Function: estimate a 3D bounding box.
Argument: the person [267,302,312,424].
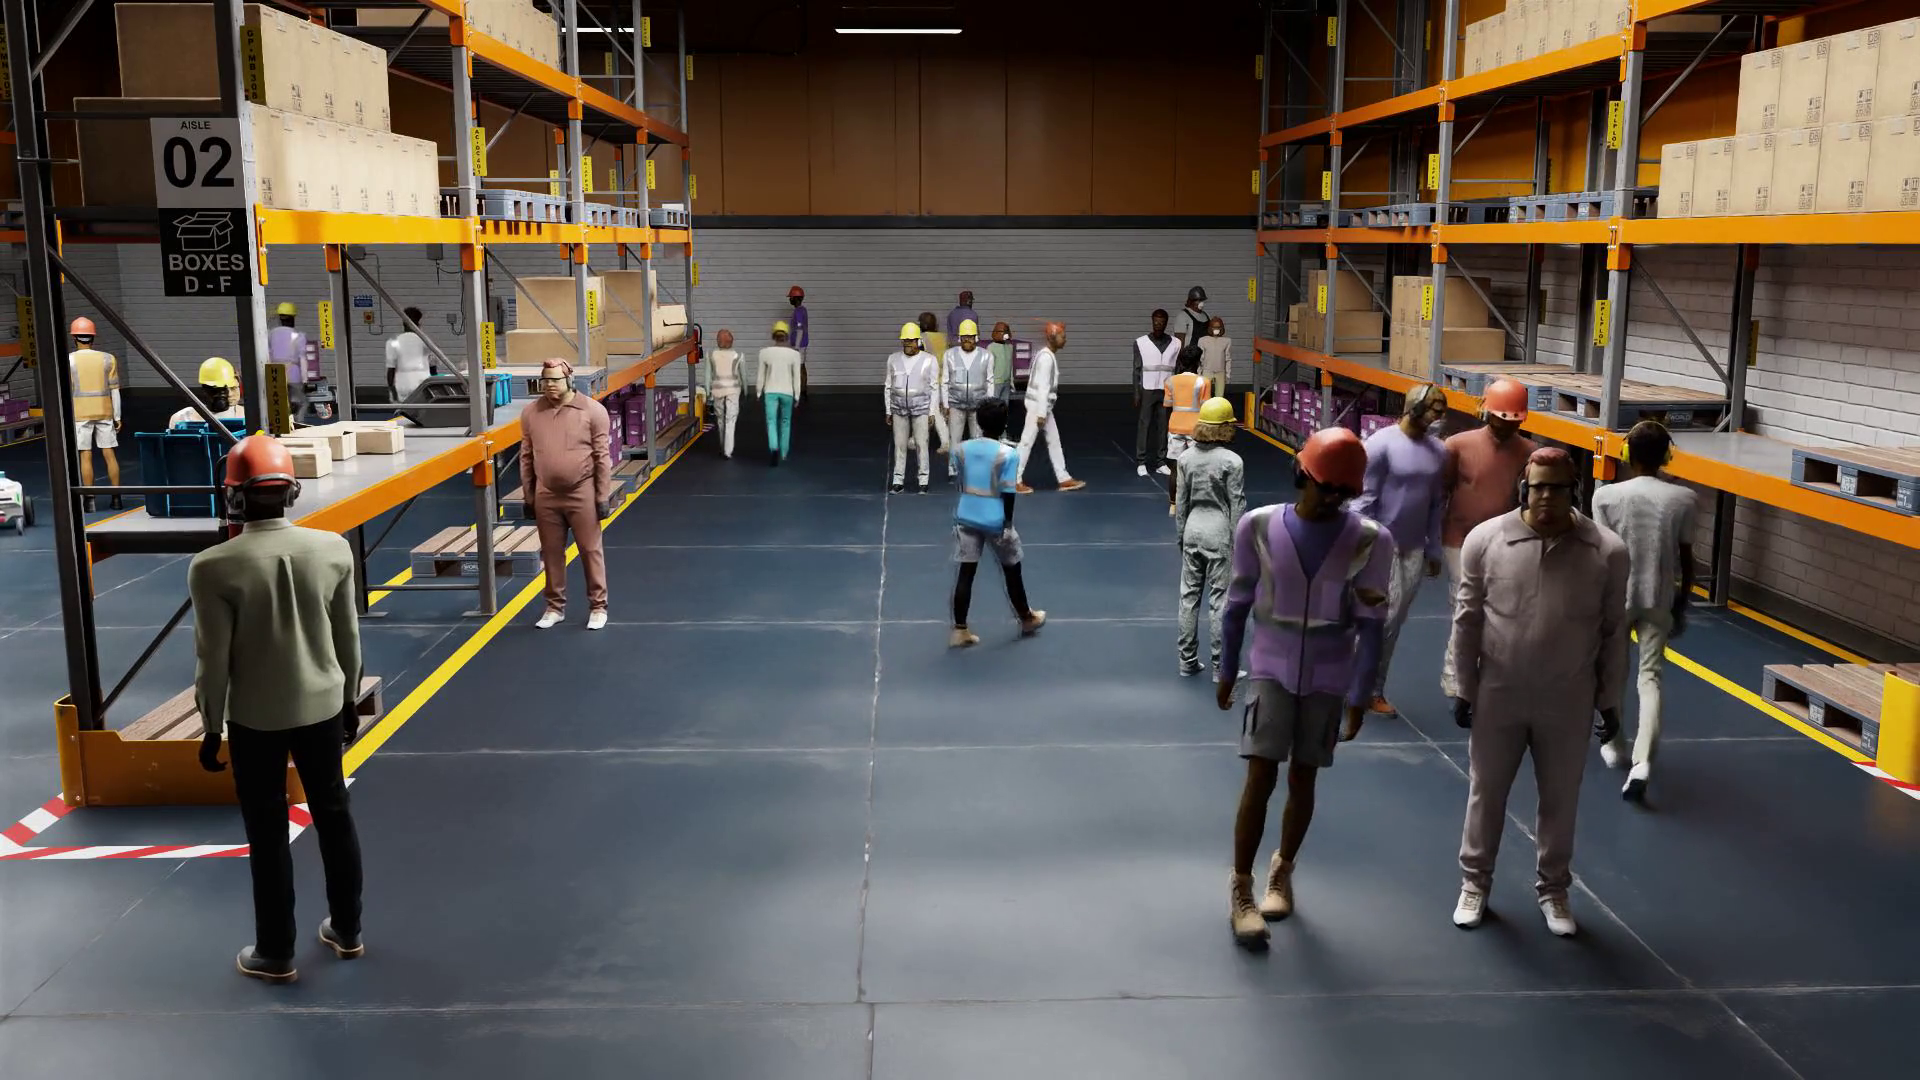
[{"bbox_3d":[-8.633,-2.106,21.426,0.592,1.912,0.410,1,10,8],"label":"person"}]

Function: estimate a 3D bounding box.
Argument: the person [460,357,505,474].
[{"bbox_3d":[-5.583,-1.608,19.513,0.514,1.608,0.787,0,10,2],"label":"person"}]

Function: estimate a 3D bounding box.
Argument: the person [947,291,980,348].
[{"bbox_3d":[0.098,-3.010,26.491,0.403,1.906,0.651,-10,14,-43],"label":"person"}]

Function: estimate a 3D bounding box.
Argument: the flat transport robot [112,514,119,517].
[{"bbox_3d":[-6.921,-0.118,14.937,1.431,0.197,0.652,6,12,31],"label":"flat transport robot"}]

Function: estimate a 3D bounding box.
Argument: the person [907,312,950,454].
[{"bbox_3d":[-0.391,-1.996,21.184,0.979,1.801,0.637,7,12,35],"label":"person"}]

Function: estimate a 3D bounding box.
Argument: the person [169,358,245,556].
[{"bbox_3d":[-4.959,-0.266,11.188,0.587,1.919,0.405,-6,12,-31],"label":"person"}]

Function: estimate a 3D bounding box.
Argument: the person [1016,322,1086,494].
[{"bbox_3d":[0.924,-1.397,17.761,0.829,1.830,0.607,2,10,9],"label":"person"}]

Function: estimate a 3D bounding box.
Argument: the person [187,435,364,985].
[{"bbox_3d":[-2.482,0.612,6.065,0.395,1.993,0.614,9,14,42],"label":"person"}]

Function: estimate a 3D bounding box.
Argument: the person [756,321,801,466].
[{"bbox_3d":[-2.179,-1.765,20.042,0.557,1.734,0.800,-2,10,-8],"label":"person"}]

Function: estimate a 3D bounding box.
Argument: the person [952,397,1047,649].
[{"bbox_3d":[0.235,-0.128,11.127,0.542,1.654,0.859,7,12,35],"label":"person"}]

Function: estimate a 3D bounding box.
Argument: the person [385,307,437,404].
[{"bbox_3d":[-6.598,-1.855,20.073,0.591,1.915,1.017,-3,11,-18],"label":"person"}]

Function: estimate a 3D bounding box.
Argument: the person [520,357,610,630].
[{"bbox_3d":[-2.734,-0.312,11.502,0.637,1.900,0.395,1,10,6],"label":"person"}]

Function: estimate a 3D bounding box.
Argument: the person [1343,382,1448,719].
[{"bbox_3d":[2.471,0.060,9.394,0.685,1.909,0.410,-6,12,-31],"label":"person"}]

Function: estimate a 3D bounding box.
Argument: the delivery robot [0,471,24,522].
[{"bbox_3d":[-8.882,-0.391,15.405,0.477,0.478,0.707,-5,11,-28],"label":"delivery robot"}]

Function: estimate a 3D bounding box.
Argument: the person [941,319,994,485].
[{"bbox_3d":[0.084,-1.513,18.352,0.587,1.835,0.404,0,10,0],"label":"person"}]

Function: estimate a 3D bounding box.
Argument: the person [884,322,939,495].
[{"bbox_3d":[-0.523,-1.387,17.651,0.589,1.833,0.404,2,10,11],"label":"person"}]

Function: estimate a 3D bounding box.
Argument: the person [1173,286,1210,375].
[{"bbox_3d":[3.455,-2.679,24.269,0.672,2.000,0.536,-9,14,-43],"label":"person"}]

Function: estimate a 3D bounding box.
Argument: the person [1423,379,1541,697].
[{"bbox_3d":[2.976,0.046,9.430,0.663,1.909,1.072,-1,10,-8],"label":"person"}]

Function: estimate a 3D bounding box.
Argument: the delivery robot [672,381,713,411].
[{"bbox_3d":[-4.020,-2.172,25.326,0.707,0.478,0.477,-2,10,-14],"label":"delivery robot"}]

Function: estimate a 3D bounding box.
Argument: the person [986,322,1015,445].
[{"bbox_3d":[0.540,-2.045,21.875,0.283,1.633,0.500,8,13,39],"label":"person"}]

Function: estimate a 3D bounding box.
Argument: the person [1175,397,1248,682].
[{"bbox_3d":[1.546,-0.005,10.201,0.309,1.744,0.485,-10,14,-44],"label":"person"}]

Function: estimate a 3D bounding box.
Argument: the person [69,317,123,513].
[{"bbox_3d":[-8.642,-1.238,16.532,0.550,1.935,0.376,-9,14,-42],"label":"person"}]

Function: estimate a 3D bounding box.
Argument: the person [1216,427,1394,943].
[{"bbox_3d":[1.302,0.562,6.365,0.654,1.990,0.748,2,10,11],"label":"person"}]

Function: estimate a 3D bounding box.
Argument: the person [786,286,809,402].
[{"bbox_3d":[-2.727,-3.291,27.966,0.359,1.939,0.542,0,10,0],"label":"person"}]

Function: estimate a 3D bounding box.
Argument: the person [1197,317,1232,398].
[{"bbox_3d":[3.569,-2.312,23.371,0.497,1.630,0.289,0,10,-1],"label":"person"}]

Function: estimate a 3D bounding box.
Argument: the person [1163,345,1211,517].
[{"bbox_3d":[2.225,-1.049,16.158,0.532,1.693,0.319,8,13,37],"label":"person"}]

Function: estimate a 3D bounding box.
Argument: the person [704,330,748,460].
[{"bbox_3d":[-2.894,-1.801,20.610,0.529,1.597,0.844,0,10,0],"label":"person"}]

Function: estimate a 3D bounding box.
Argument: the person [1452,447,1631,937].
[{"bbox_3d":[2.231,0.589,6.440,0.643,1.910,0.400,3,11,16],"label":"person"}]

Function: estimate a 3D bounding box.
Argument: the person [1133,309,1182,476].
[{"bbox_3d":[2.266,-1.699,19.168,0.590,1.913,0.393,-3,11,-15],"label":"person"}]

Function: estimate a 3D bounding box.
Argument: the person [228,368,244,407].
[{"bbox_3d":[-4.951,-0.262,11.357,0.575,1.840,0.374,-8,13,-37],"label":"person"}]

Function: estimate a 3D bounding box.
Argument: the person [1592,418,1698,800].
[{"bbox_3d":[3.336,0.323,8.163,0.496,1.830,0.947,3,11,18],"label":"person"}]
